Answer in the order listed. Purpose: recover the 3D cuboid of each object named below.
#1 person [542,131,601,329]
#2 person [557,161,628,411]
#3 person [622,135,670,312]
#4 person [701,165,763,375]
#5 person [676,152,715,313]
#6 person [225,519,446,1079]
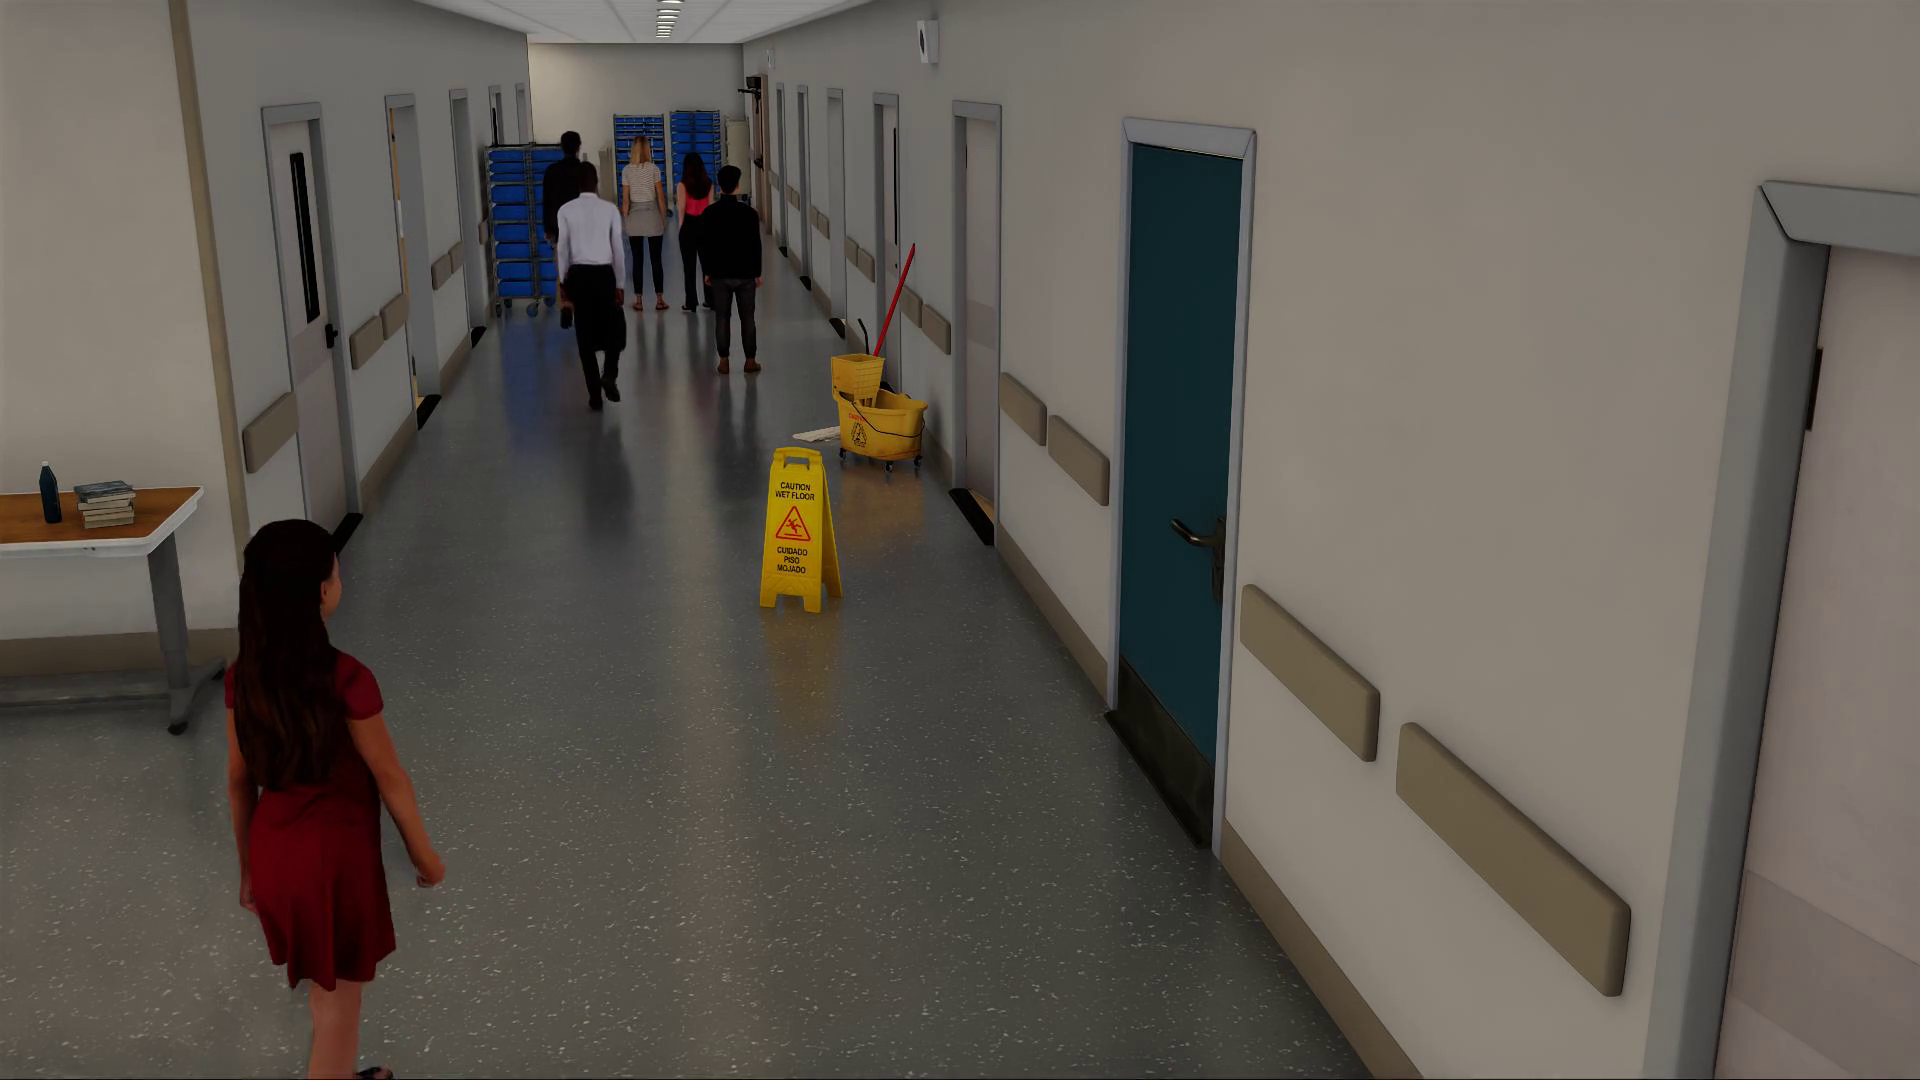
[{"bbox_3d":[-3.720,-2.914,15.900,0.761,1.912,0.748,0,16,-1],"label":"person"},{"bbox_3d":[-2.716,-1.845,12.276,0.640,1.821,0.775,-3,16,-11],"label":"person"},{"bbox_3d":[-3.344,-3.363,17.650,0.592,1.827,0.516,-2,16,-8],"label":"person"},{"bbox_3d":[-1.904,-2.266,13.949,0.674,1.723,0.581,-1,16,-2],"label":"person"},{"bbox_3d":[-2.791,-3.260,17.592,0.660,1.659,0.678,-14,21,-40],"label":"person"},{"bbox_3d":[-1.439,0.733,3.641,0.701,1.537,0.777,6,17,20],"label":"person"}]
